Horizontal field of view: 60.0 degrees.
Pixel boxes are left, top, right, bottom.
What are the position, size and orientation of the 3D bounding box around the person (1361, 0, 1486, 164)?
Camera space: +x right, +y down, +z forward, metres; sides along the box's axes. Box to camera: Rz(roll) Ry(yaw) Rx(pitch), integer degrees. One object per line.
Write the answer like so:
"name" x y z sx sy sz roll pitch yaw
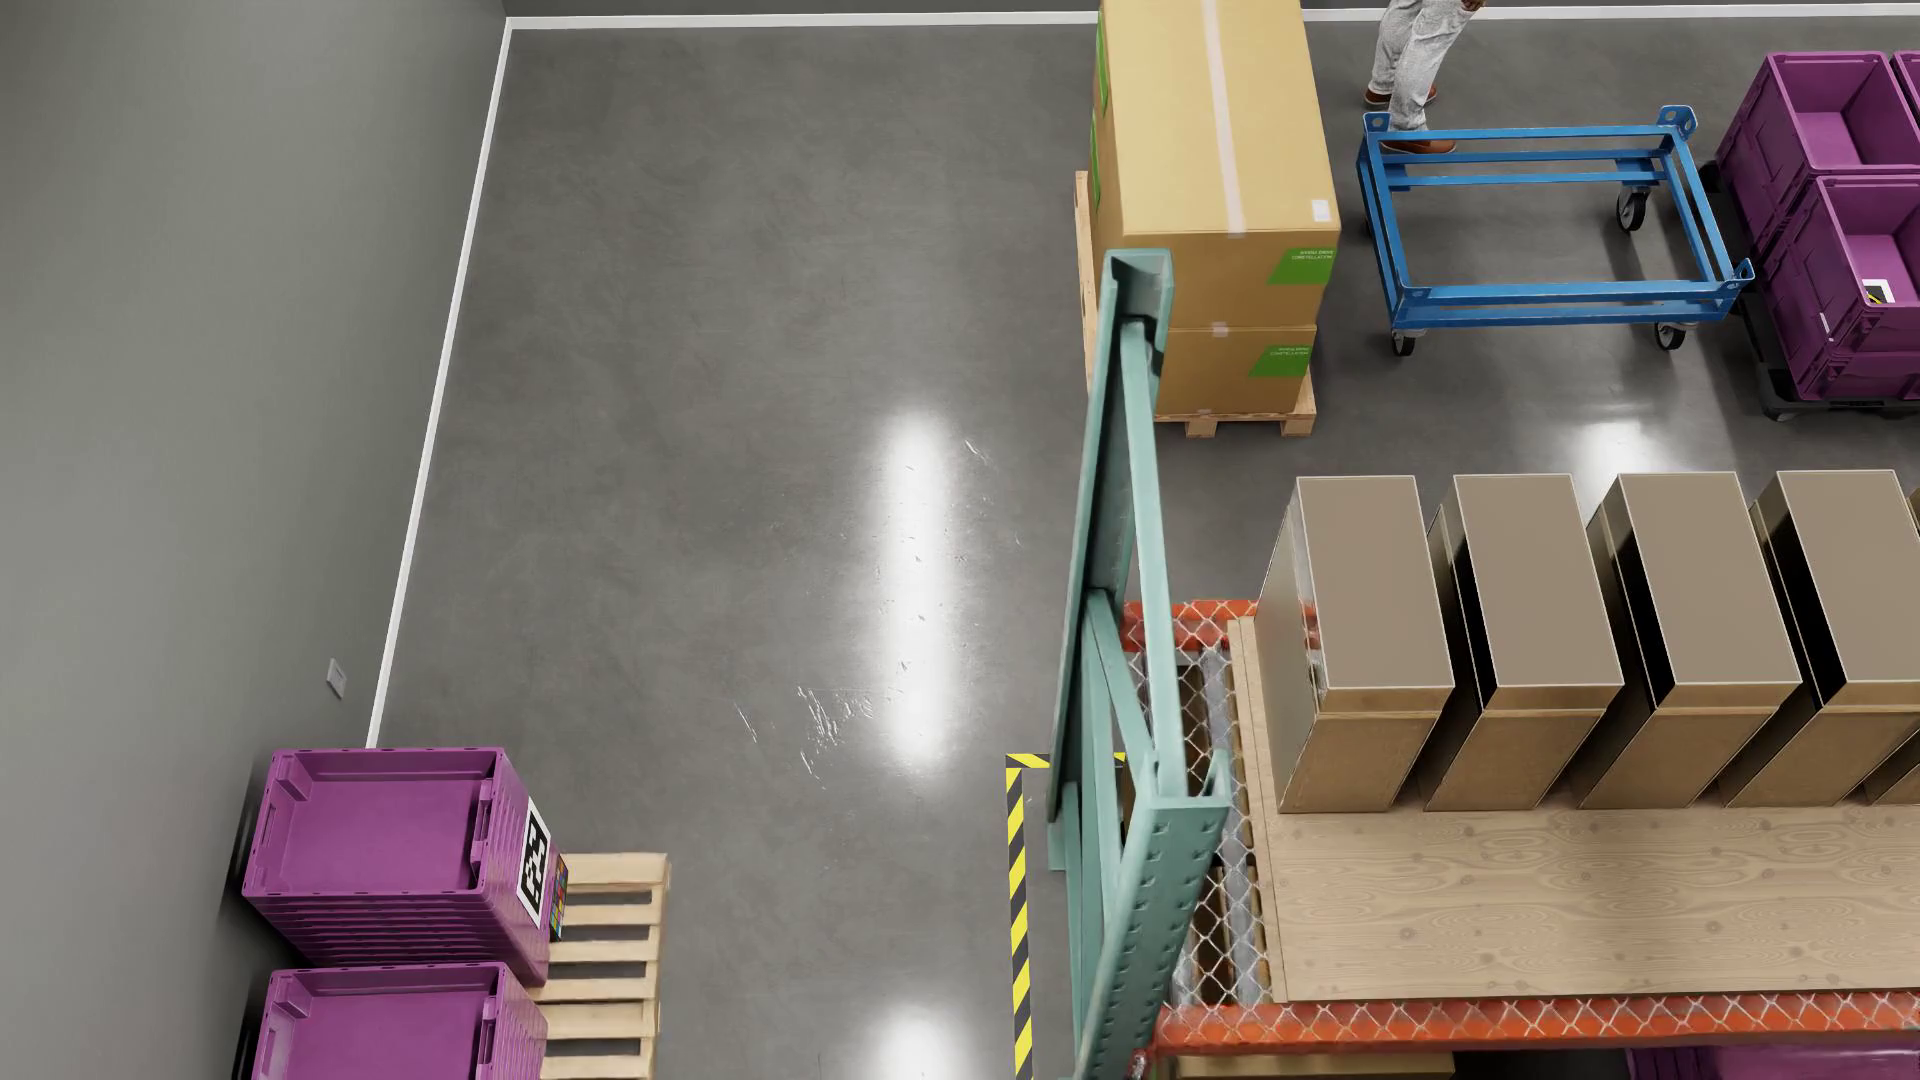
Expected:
"person" 1.835 -2.244 6.078 0.354 1.937 0.635 -3 58 -2
